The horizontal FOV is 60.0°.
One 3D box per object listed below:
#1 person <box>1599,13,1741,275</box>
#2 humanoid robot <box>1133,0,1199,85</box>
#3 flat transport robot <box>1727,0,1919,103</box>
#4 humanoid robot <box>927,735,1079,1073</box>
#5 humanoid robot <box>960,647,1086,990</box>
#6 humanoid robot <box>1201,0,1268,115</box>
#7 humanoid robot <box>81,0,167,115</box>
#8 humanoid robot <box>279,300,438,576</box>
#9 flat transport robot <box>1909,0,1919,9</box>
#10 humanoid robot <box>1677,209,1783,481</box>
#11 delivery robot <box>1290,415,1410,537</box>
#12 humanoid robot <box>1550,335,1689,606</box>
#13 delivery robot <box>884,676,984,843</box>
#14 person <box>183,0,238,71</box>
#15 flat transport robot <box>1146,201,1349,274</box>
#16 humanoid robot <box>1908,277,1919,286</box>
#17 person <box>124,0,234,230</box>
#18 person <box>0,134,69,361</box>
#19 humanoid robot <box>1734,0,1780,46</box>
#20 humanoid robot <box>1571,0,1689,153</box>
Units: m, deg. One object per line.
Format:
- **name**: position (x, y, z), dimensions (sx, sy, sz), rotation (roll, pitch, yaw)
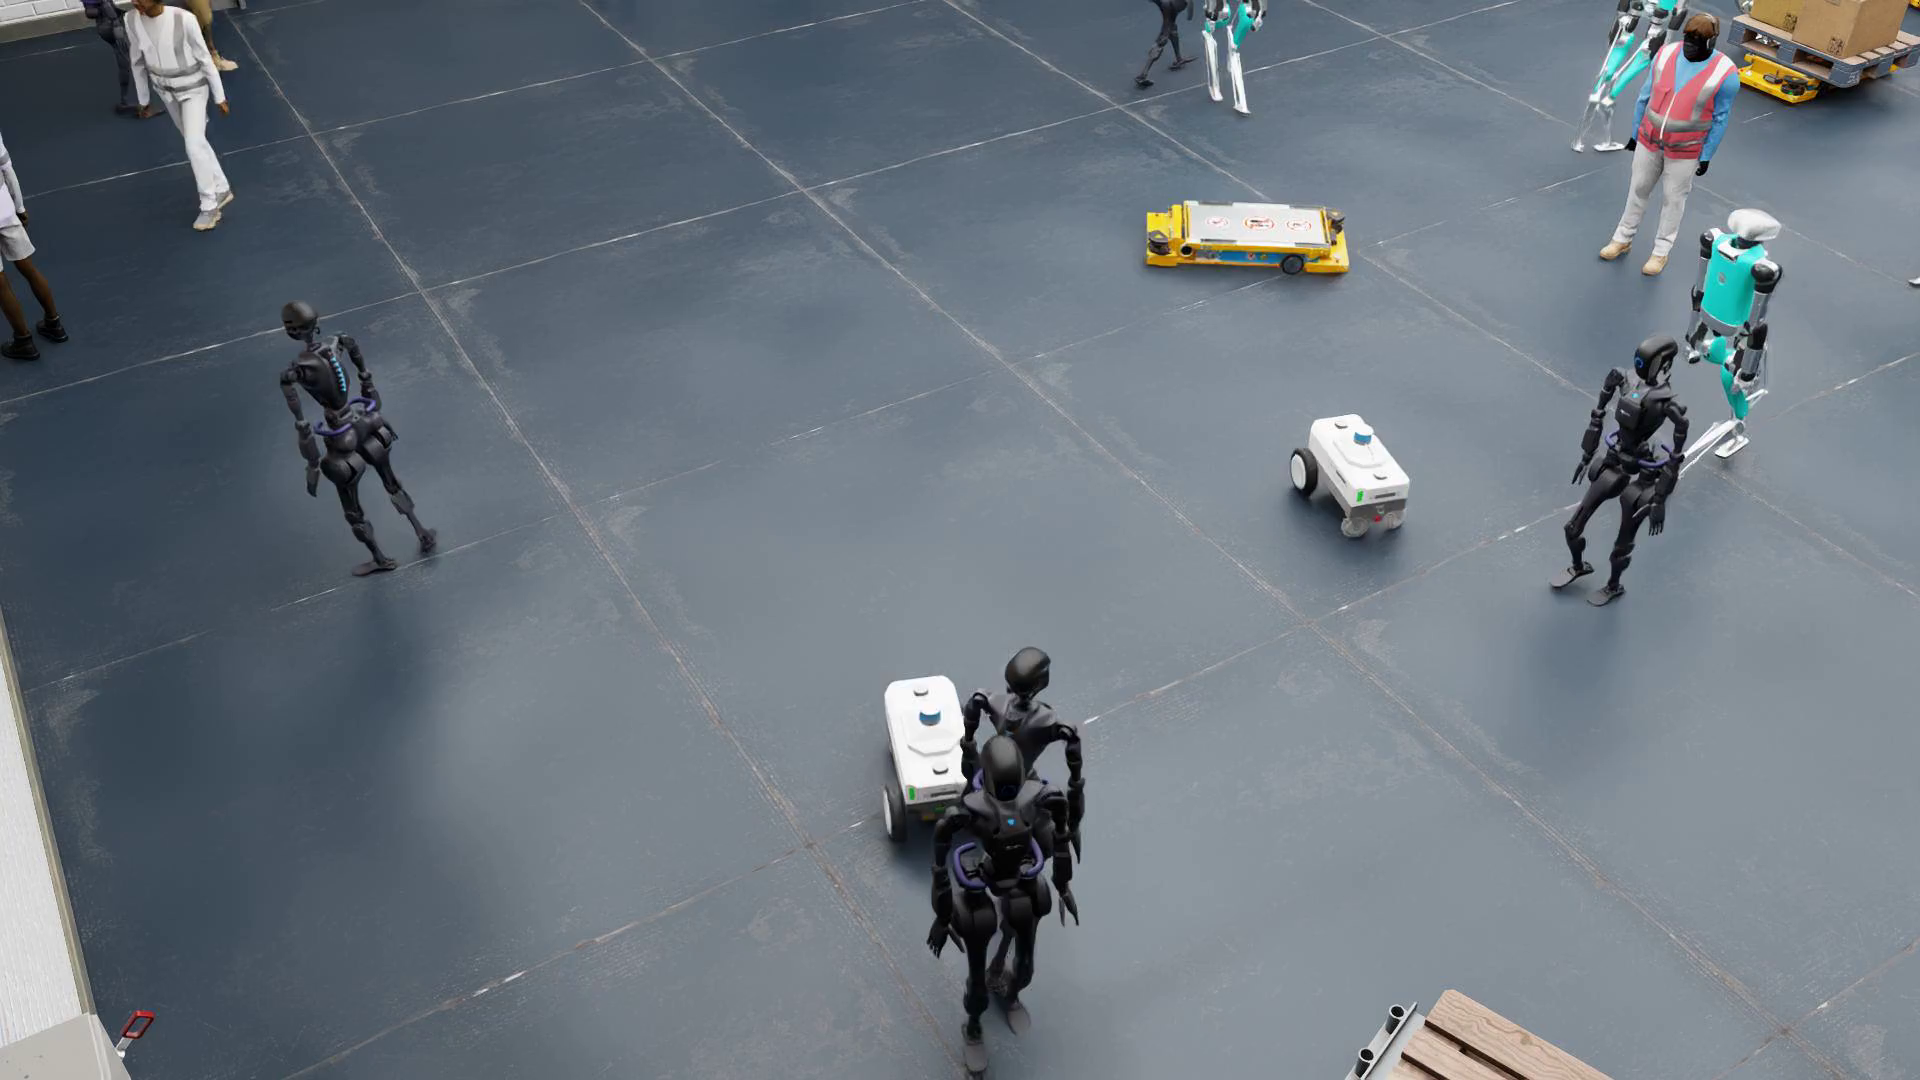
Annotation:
- **person**: position (4.900, -2.728, 11.468), dimensions (0.430, 1.842, 0.625), rotation (-31, 48, -33)
- **humanoid robot**: position (1.791, -4.708, 14.130), dimensions (0.781, 1.627, 0.590), rotation (-20, 43, -24)
- **flat transport robot**: position (7.484, -4.148, 14.525), dimensions (1.431, 0.231, 0.659), rotation (-21, 43, -24)
- **humanoid robot**: position (0.174, 1.392, 6.407), dimensions (0.609, 1.663, 0.360), rotation (-12, 40, -14)
- **humanoid robot**: position (0.221, 1.101, 6.798), dimensions (0.584, 1.636, 0.633), rotation (18, 42, 21)
- **humanoid robot**: position (2.235, -4.402, 13.648), dimensions (0.549, 1.751, 0.870), rotation (-6, 39, -7)
- **humanoid robot**: position (-6.936, -4.293, 13.581), dimensions (0.440, 1.660, 0.585), rotation (-18, 42, -21)
- **humanoid robot**: position (-3.203, -0.519, 8.820), dimensions (0.479, 1.645, 0.608), rotation (17, 41, 20)
- **flat transport robot**: position (9.760, -5.234, 15.896), dimensions (1.431, 0.231, 0.659), rotation (-9, 39, -11)
- **humanoid robot**: position (4.511, -1.116, 9.536), dimensions (1.018, 1.742, 0.533), rotation (-14, 40, -17)
- **delivery robot**: position (2.280, -0.406, 9.567), dimensions (0.518, 0.586, 0.757), rotation (-9, 39, -11)
- **humanoid robot**: position (3.464, -0.341, 8.593), dimensions (0.365, 1.645, 0.596), rotation (-22, 43, -25)
- **delivery robot**: position (-0.132, 1.023, 7.786), dimensions (0.499, 0.613, 0.797), rotation (-7, 39, -9)
- **person**: position (-6.621, -4.796, 14.145), dimensions (0.480, 1.744, 0.595), rotation (-2, 38, -3)
- **flat transport robot**: position (2.075, -2.197, 12.064), dimensions (1.431, 0.231, 0.659), rotation (3, 39, 4)
- **humanoid robot**: position (7.168, -2.453, 11.241), dimensions (0.902, 1.810, 0.567), rotation (-9, 39, -11)
- **person**: position (-5.682, -3.157, 11.993), dimensions (0.618, 1.857, 0.768), rotation (9, 39, 11)
- **person**: position (-6.189, -2.048, 10.535), dimensions (0.361, 1.933, 0.551), rotation (17, 41, 20)
- **humanoid robot**: position (7.123, -5.123, 14.464), dimensions (0.735, 1.681, 0.533), rotation (-11, 40, -14)
- **humanoid robot**: position (5.189, -3.804, 12.923), dimensions (0.848, 1.792, 0.559), rotation (-31, 48, -33)
